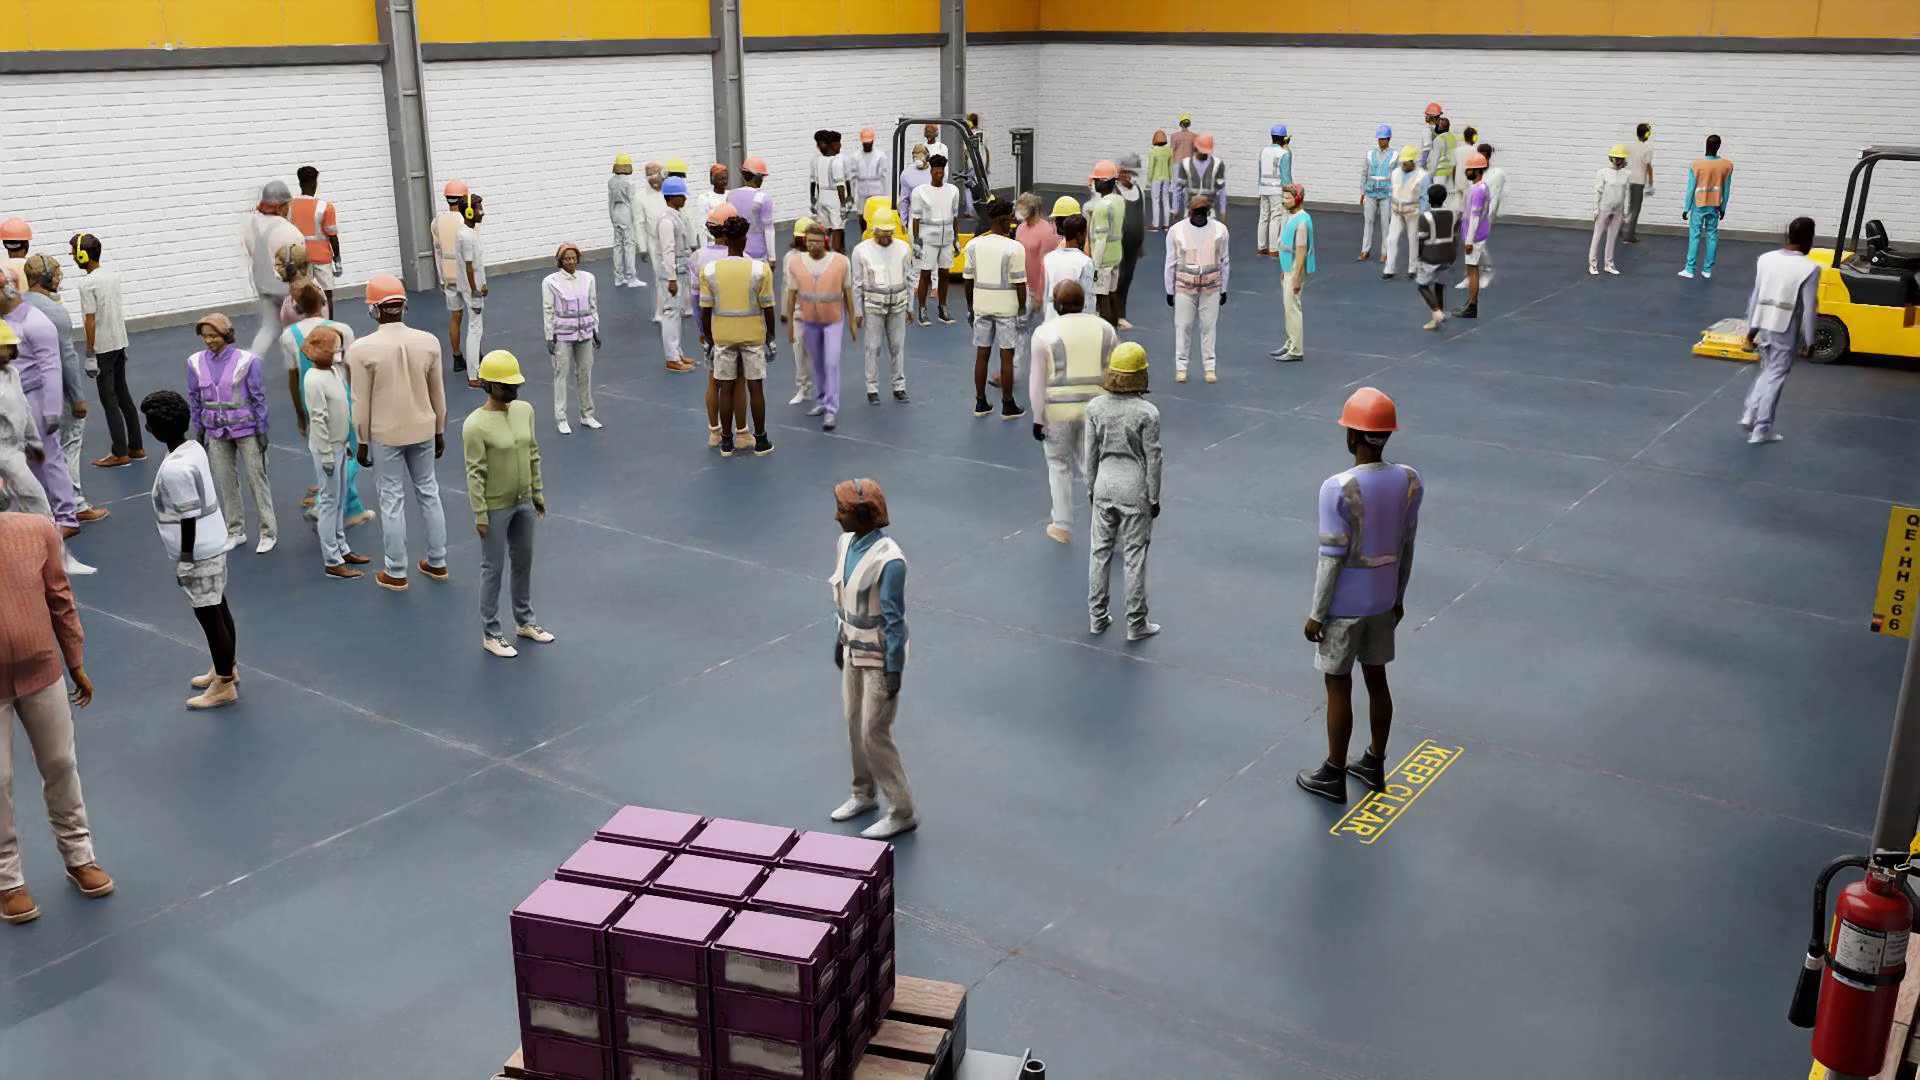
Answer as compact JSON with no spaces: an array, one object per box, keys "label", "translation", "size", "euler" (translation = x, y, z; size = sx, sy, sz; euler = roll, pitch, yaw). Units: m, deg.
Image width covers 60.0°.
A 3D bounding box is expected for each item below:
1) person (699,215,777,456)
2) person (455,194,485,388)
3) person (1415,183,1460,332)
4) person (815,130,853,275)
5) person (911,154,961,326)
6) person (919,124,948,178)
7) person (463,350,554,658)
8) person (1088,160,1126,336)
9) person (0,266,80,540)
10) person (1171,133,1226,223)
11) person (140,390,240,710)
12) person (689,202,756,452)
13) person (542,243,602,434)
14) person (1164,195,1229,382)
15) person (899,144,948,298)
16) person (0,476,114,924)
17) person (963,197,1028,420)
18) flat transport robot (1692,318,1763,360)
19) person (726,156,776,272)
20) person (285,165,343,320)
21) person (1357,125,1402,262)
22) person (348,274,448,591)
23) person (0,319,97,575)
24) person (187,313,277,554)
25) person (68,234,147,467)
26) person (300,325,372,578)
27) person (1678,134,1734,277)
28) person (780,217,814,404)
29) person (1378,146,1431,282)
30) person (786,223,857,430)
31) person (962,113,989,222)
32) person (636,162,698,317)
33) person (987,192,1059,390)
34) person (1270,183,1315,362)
[{"label":"person","translation":[-1.794,-1.648,13.530],"size":[0.613,1.964,0.361],"euler":[0,18,0]},{"label":"person","translation":[-4.680,-2.398,16.051],"size":[0.332,1.864,0.506],"euler":[-5,18,-16]},{"label":"person","translation":[5.384,-3.152,18.718],"size":[0.541,1.674,0.489],"euler":[-6,19,-18]},{"label":"person","translation":[-1.739,-4.613,22.806],"size":[0.368,1.966,0.602],"euler":[-13,22,-36]},{"label":"person","translation":[-0.271,-3.467,19.222],"size":[0.612,1.962,0.363],"euler":[-9,20,-26]},{"label":"person","translation":[-0.445,-5.448,25.552],"size":[0.578,1.884,0.353],"euler":[12,21,33]},{"label":"person","translation":[-2.540,-0.207,9.364],"size":[0.348,1.756,0.518],"euler":[9,20,27]},{"label":"person","translation":[1.503,-2.940,17.448],"size":[0.372,2.044,0.607],"euler":[8,19,23]},{"label":"person","translation":[-6.399,-0.920,11.352],"size":[0.651,1.906,0.403],"euler":[9,20,26]},{"label":"person","translation":[3.183,-4.409,22.133],"size":[0.726,1.983,0.623],"euler":[3,18,9]},{"label":"person","translation":[-3.986,0.049,8.662],"size":[0.322,1.694,0.536],"euler":[-5,18,-15]},{"label":"person","translation":[-1.916,-1.747,13.719],"size":[0.607,2.044,0.376],"euler":[9,20,25]},{"label":"person","translation":[-3.344,-1.744,14.365],"size":[0.522,1.636,0.310],"euler":[-15,23,-39]},{"label":"person","translation":[2.313,-2.456,16.287],"size":[0.631,1.831,0.429],"euler":[0,18,-1]},{"label":"person","translation":[-0.468,-4.041,21.089],"size":[0.638,1.928,0.387],"euler":[5,18,15]},{"label":"person","translation":[-3.789,0.561,6.605],"size":[0.407,1.981,0.626],"euler":[14,23,38]},{"label":"person","translation":[0.330,-2.056,14.809],"size":[0.618,1.963,0.361],"euler":[10,20,28]},{"label":"flat transport robot","translation":[8.434,-2.180,17.934],"size":[0.652,0.197,1.431],"euler":[13,22,35]},{"label":"person","translation":[-2.247,-3.153,18.142],"size":[0.619,2.029,0.410],"euler":[11,21,32]},{"label":"person","translation":[-6.943,-3.031,17.891],"size":[0.611,1.951,0.388],"euler":[1,18,4]},{"label":"person","translation":[6.076,-5.004,24.059],"size":[0.605,1.948,0.391],"euler":[10,20,28]},{"label":"person","translation":[-3.521,-0.673,10.458],"size":[0.602,1.986,0.400],"euler":[-17,24,-42]},{"label":"person","translation":[-6.145,-0.574,10.614],"size":[0.897,1.702,0.500],"euler":[-3,18,-8]},{"label":"person","translation":[-4.878,-0.714,11.154],"size":[0.523,1.631,0.320],"euler":[1,18,4]},{"label":"person","translation":[-6.826,-1.509,13.279],"size":[0.337,1.858,0.523],"euler":[1,18,2]},{"label":"person","translation":[-4.033,-0.575,10.713],"size":[0.278,1.633,0.499],"euler":[-2,18,-7]},{"label":"person","translation":[10.150,-4.534,22.637],"size":[0.593,1.920,0.391],"euler":[0,18,-1]},{"label":"person","translation":[-1.417,-2.120,15.405],"size":[0.506,1.738,0.369],"euler":[9,20,26]},{"label":"person","translation":[5.944,-4.339,22.220],"size":[0.630,1.791,0.769],"euler":[16,23,40]},{"label":"person","translation":[-1.230,-1.891,14.606],"size":[0.595,1.783,0.820],"euler":[3,18,9]},{"label":"person","translation":[0.264,-6.396,28.595],"size":[0.566,1.828,0.849],"euler":[-5,18,-16]},{"label":"person","translation":[-3.385,-3.428,19.270],"size":[0.694,1.871,0.583],"euler":[-1,18,-4]},{"label":"person","translation":[0.691,-2.374,15.961],"size":[0.981,1.882,0.639],"euler":[-12,21,-34]},{"label":"person","translation":[3.480,-2.771,17.264],"size":[0.392,1.833,0.575],"euler":[1,18,3]}]
